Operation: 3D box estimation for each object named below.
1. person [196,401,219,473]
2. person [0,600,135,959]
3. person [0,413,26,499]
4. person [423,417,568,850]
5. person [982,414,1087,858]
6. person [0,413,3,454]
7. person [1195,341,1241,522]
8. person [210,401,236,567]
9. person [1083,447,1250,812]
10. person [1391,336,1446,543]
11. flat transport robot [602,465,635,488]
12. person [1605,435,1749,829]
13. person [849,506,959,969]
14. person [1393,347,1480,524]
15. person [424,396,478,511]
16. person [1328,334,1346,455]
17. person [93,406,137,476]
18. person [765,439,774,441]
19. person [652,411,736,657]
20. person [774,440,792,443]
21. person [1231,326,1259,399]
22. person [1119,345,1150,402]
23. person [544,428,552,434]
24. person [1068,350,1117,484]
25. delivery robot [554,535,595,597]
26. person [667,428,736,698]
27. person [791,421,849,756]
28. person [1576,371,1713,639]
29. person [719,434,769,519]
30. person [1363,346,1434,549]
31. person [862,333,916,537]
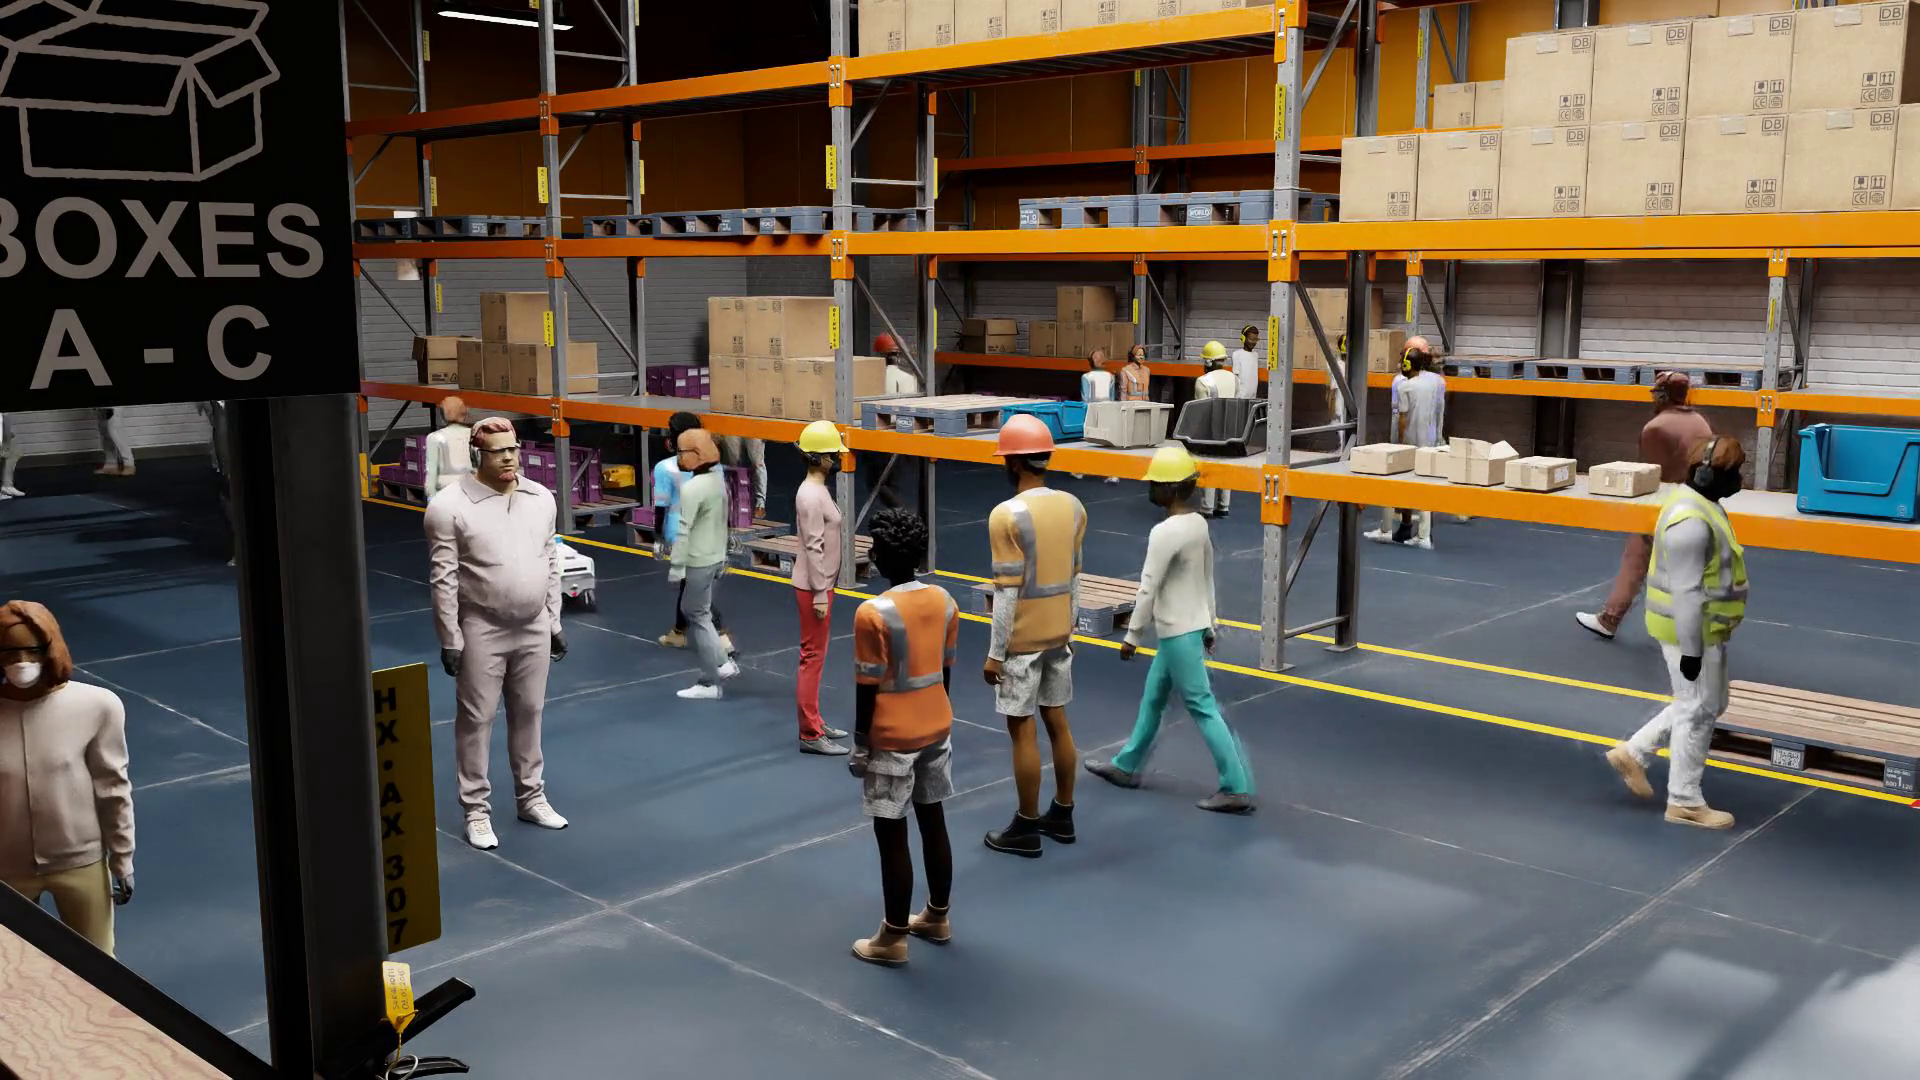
[{"bbox_3d":[-9.326,-1.717,20.998,0.502,1.719,0.490,3,10,16],"label":"person"},{"bbox_3d":[-2.676,0.969,4.854,0.495,1.625,0.285,-4,10,-25],"label":"person"},{"bbox_3d":[-10.632,-1.249,18.470,0.499,1.615,0.505,-4,10,-23],"label":"person"},{"bbox_3d":[-2.042,0.403,7.451,0.410,1.909,0.643,9,13,42],"label":"person"},{"bbox_3d":[0.297,0.415,7.294,0.377,1.932,0.552,9,13,44],"label":"person"},{"bbox_3d":[-9.582,-0.991,16.141,0.753,1.867,0.578,9,13,42],"label":"person"},{"bbox_3d":[2.566,-1.100,16.890,0.590,1.833,0.404,-8,12,-40],"label":"person"},{"bbox_3d":[-6.125,-0.700,14.234,0.458,1.898,0.602,6,11,34],"label":"person"},{"bbox_3d":[1.007,0.419,7.925,0.909,1.715,0.531,5,10,26],"label":"person"},{"bbox_3d":[4.249,-0.936,15.573,0.550,1.933,0.373,-3,10,-16],"label":"person"},{"bbox_3d":[-4.478,-0.778,19.697,1.431,0.197,0.652,3,10,20],"label":"flat transport robot"},{"bbox_3d":[3.330,0.418,7.621,0.494,1.822,0.638,4,10,25],"label":"person"},{"bbox_3d":[-0.210,0.721,6.163,0.318,1.691,0.532,7,11,35],"label":"person"},{"bbox_3d":[4.738,-1.022,16.555,0.961,1.783,0.506,7,12,38],"label":"person"},{"bbox_3d":[-3.841,-0.306,12.766,0.571,1.589,0.831,-8,12,-41],"label":"person"},{"bbox_3d":[4.251,-1.404,18.709,0.632,1.854,0.525,7,12,38],"label":"person"},{"bbox_3d":[-10.517,-1.679,20.546,0.683,1.816,0.453,9,13,44],"label":"person"},{"bbox_3d":[-2.611,-2.476,24.873,0.500,2.008,0.742,2,10,13],"label":"person"},{"bbox_3d":[-1.724,-0.021,10.873,0.946,1.643,0.527,8,12,41],"label":"person"},{"bbox_3d":[-2.711,-2.406,24.464,0.531,1.978,0.651,6,11,31],"label":"person"},{"bbox_3d":[3.546,-1.716,20.578,0.328,1.865,0.521,9,13,44],"label":"person"},{"bbox_3d":[2.144,-1.580,20.427,0.521,1.638,0.311,-8,12,-42],"label":"person"},{"bbox_3d":[-6.348,-2.599,25.865,0.402,1.904,0.652,-1,9,-6],"label":"person"},{"bbox_3d":[1.639,-1.471,19.900,0.535,1.589,0.878,-5,11,-30],"label":"person"},{"bbox_3d":[-3.039,0.203,12.526,0.477,0.478,0.707,-7,11,-36],"label":"delivery robot"},{"bbox_3d":[-1.567,0.148,9.870,0.338,1.622,0.511,2,9,11],"label":"person"},{"bbox_3d":[-0.736,0.249,8.828,0.312,1.768,0.530,-1,9,-3],"label":"person"},{"bbox_3d":[4.686,-0.203,11.261,0.676,1.867,0.939,-5,11,-28],"label":"person"},{"bbox_3d":[-2.199,-1.182,17.071,0.629,1.940,0.373,2,10,15],"label":"person"},{"bbox_3d":[4.080,-0.861,15.375,0.567,1.840,0.793,-7,11,-36],"label":"person"},{"bbox_3d":[-0.611,-0.903,15.249,0.615,1.979,0.704,-9,13,-43],"label":"person"}]
